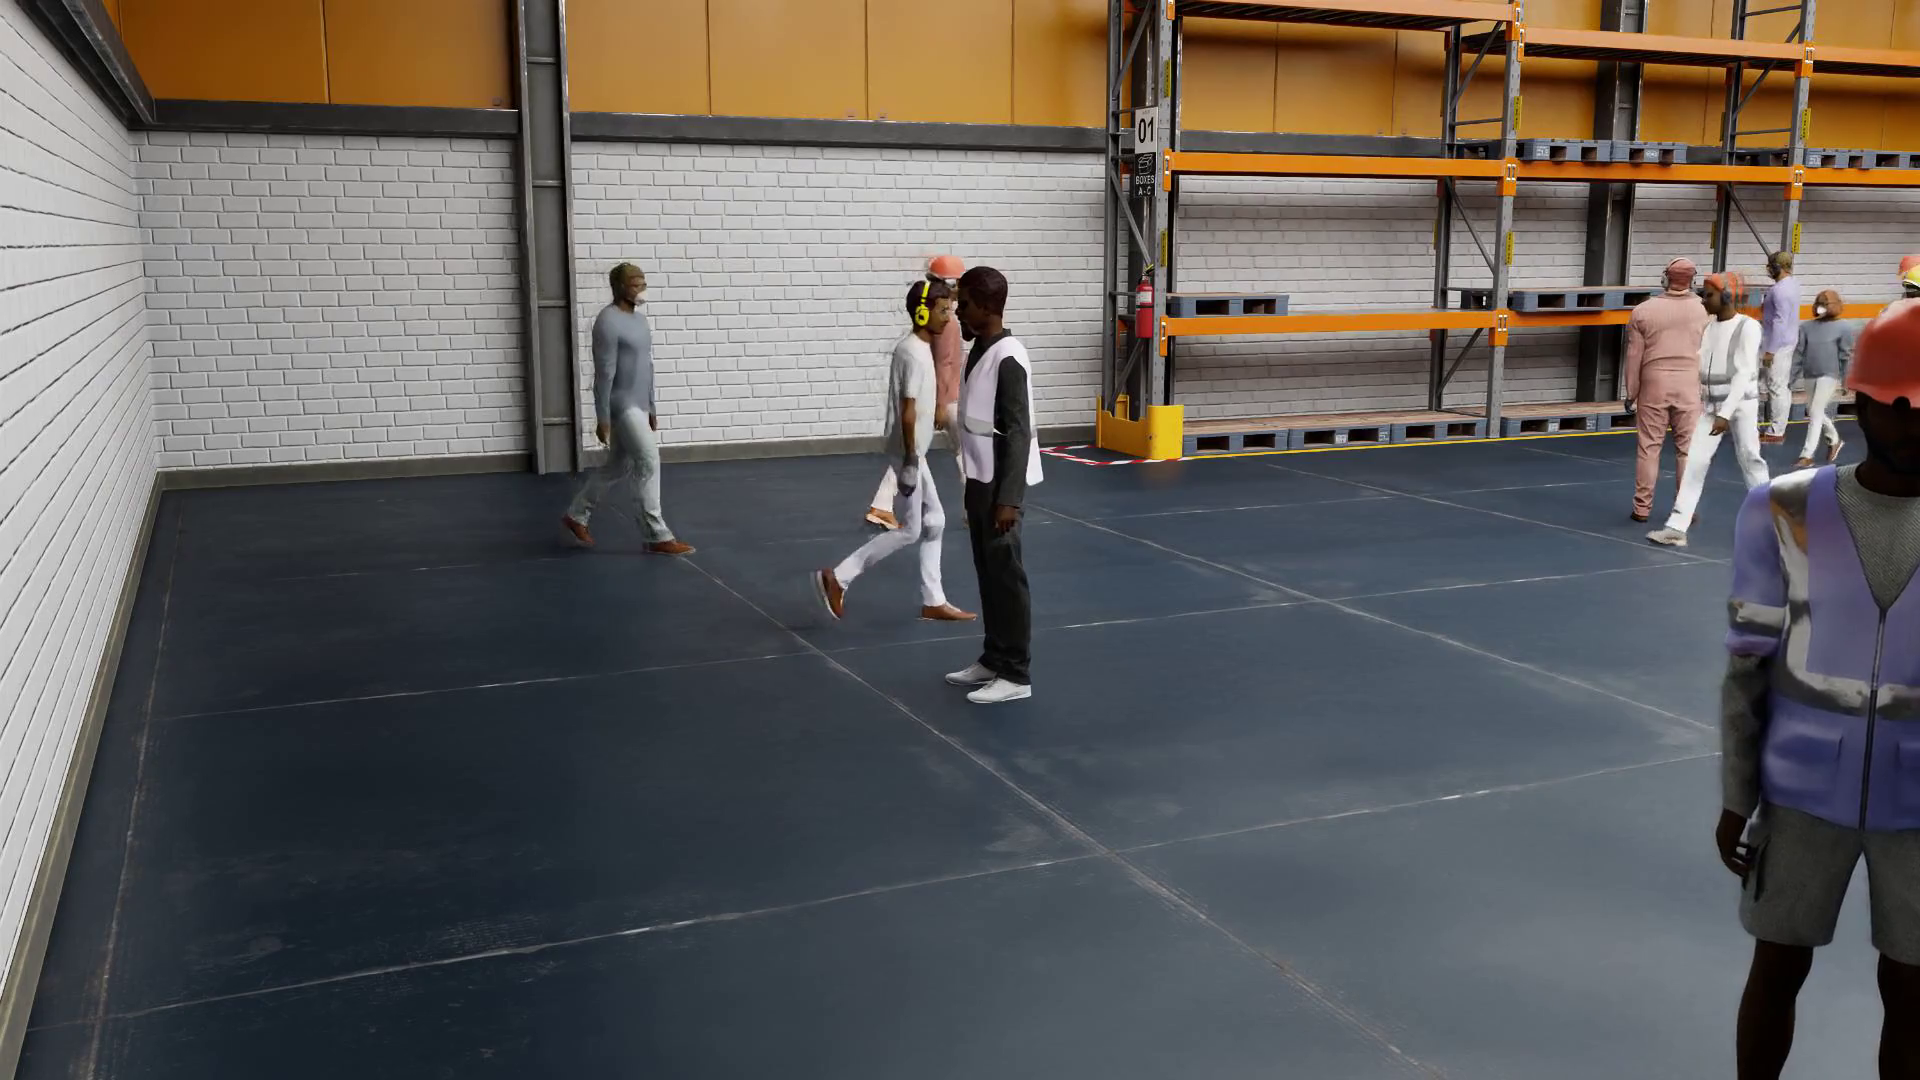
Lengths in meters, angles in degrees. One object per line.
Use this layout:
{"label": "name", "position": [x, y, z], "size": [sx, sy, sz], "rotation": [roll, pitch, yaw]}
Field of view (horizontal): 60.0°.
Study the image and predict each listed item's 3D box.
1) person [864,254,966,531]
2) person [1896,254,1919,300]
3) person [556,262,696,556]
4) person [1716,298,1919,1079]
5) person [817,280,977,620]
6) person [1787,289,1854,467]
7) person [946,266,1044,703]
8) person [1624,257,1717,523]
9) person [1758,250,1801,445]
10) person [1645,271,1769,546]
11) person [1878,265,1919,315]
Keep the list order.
{"label": "person", "position": [-0.182, -1.007, 11.571], "size": [1.070, 1.943, 0.622], "rotation": [-4, 11, -20]}
{"label": "person", "position": [9.807, -1.941, 16.888], "size": [0.880, 1.900, 0.575], "rotation": [-1, 10, -8]}
{"label": "person", "position": [-2.223, -0.845, 10.779], "size": [0.960, 1.907, 0.640], "rotation": [2, 10, 10]}
{"label": "person", "position": [1.768, 0.499, 3.231], "size": [0.560, 1.925, 0.423], "rotation": [6, 12, 29]}
{"label": "person", "position": [-0.332, -0.445, 8.748], "size": [0.770, 1.835, 0.574], "rotation": [0, 10, -3]}
{"label": "person", "position": [7.853, -1.476, 15.112], "size": [0.795, 1.609, 0.503], "rotation": [-5, 12, -28]}
{"label": "person", "position": [0.162, -0.243, 7.359], "size": [0.375, 1.916, 0.592], "rotation": [-3, 11, -14]}
{"label": "person", "position": [5.113, -1.064, 11.943], "size": [0.651, 1.913, 0.410], "rotation": [4, 11, 21]}
{"label": "person", "position": [8.172, -1.915, 16.629], "size": [0.372, 1.935, 0.627], "rotation": [7, 12, 34]}
{"label": "person", "position": [5.095, -0.866, 11.083], "size": [1.007, 1.832, 0.567], "rotation": [-3, 11, -17]}
{"label": "person", "position": [7.984, -1.388, 13.972], "size": [0.404, 1.829, 0.600], "rotation": [-4, 11, -21]}
